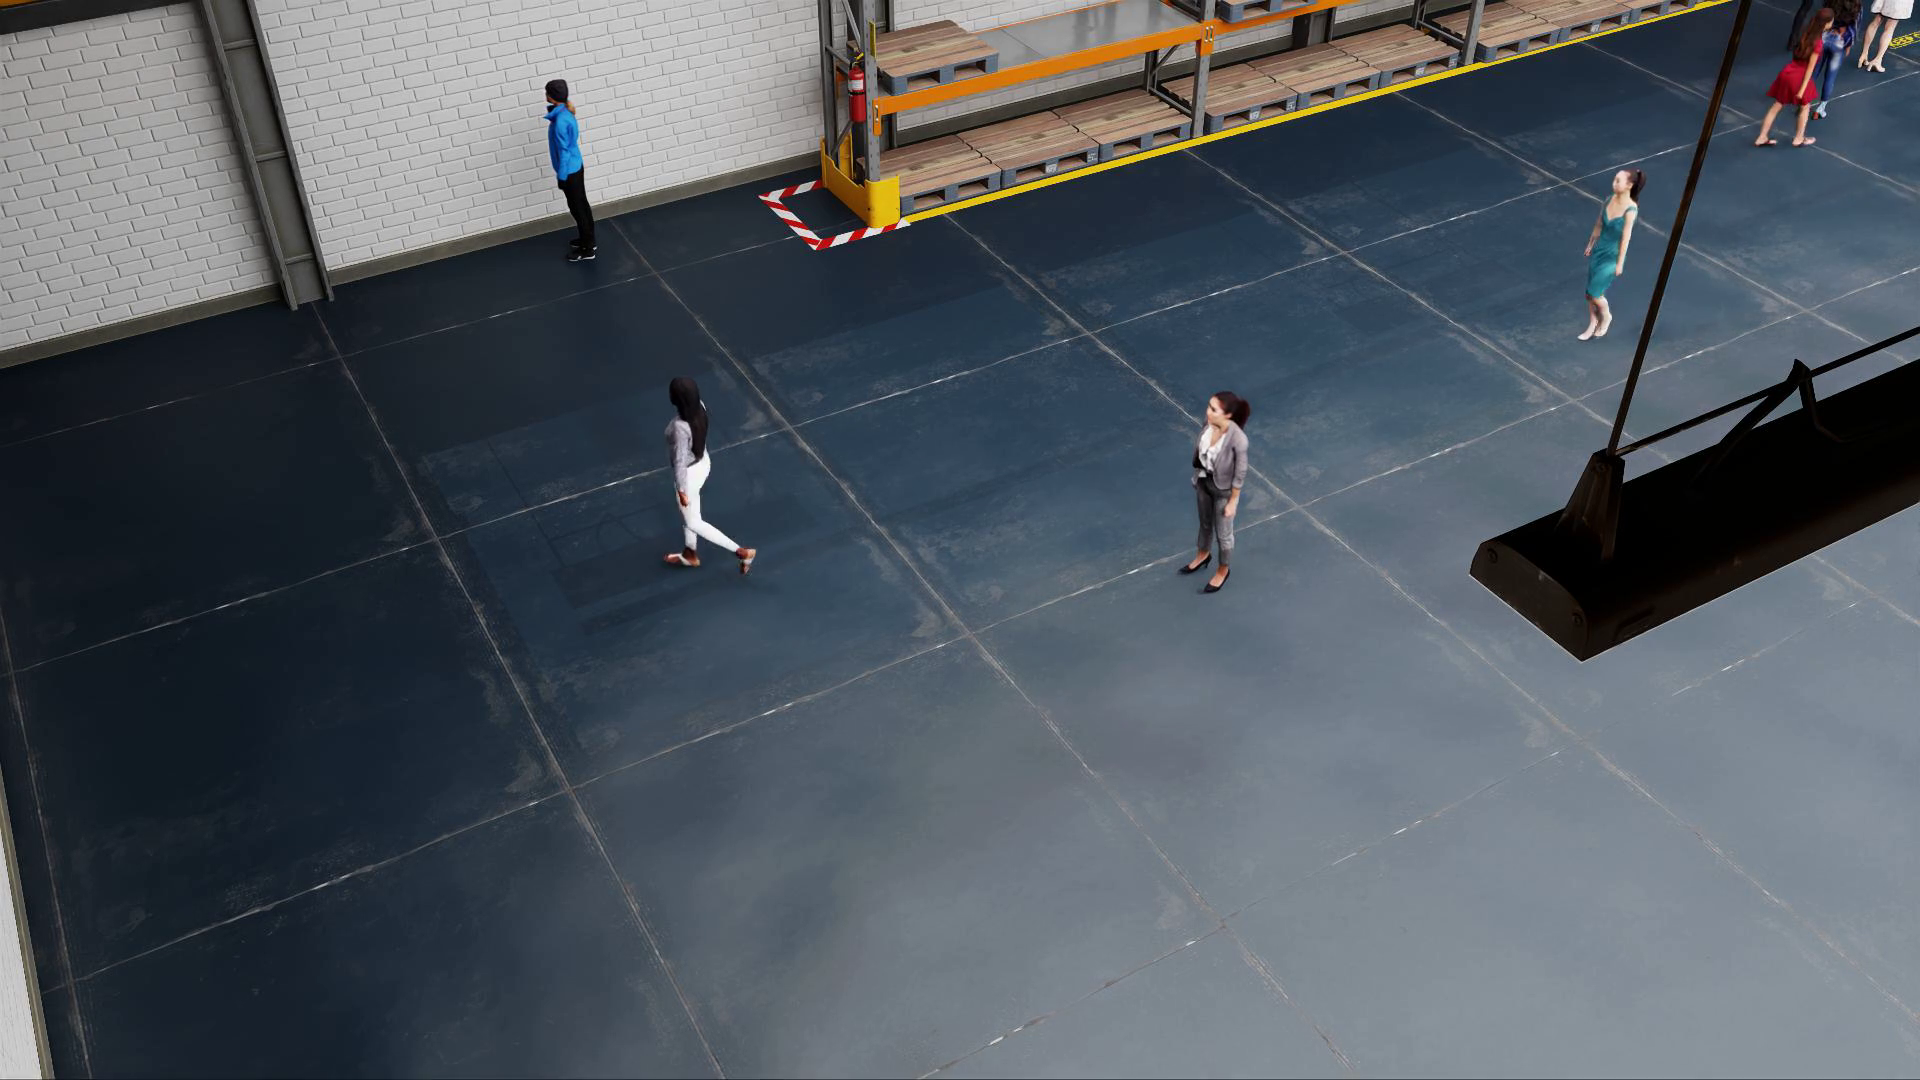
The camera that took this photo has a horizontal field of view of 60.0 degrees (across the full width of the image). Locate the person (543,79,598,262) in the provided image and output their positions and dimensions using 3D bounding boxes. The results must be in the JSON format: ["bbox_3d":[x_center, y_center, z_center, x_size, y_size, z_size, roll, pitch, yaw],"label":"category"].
[{"bbox_3d":[-3.675,-3.497,15.708,0.694,1.795,0.692,0,39,1],"label":"person"}]

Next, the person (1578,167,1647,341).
[{"bbox_3d":[5.721,-2.461,14.509,0.697,1.673,0.651,-10,40,-12],"label":"person"}]

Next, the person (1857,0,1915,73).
[{"bbox_3d":[10.835,-6.324,19.264,0.653,1.774,0.666,-16,41,-19],"label":"person"}]

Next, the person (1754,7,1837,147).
[{"bbox_3d":[8.816,-4.881,17.658,0.922,1.524,0.695,-11,40,-13],"label":"person"}]

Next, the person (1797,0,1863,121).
[{"bbox_3d":[9.576,-5.435,18.278,0.667,1.615,0.648,29,47,32],"label":"person"}]

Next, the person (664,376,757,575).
[{"bbox_3d":[-1.854,-0.429,11.938,1.066,1.706,1.008,10,40,12],"label":"person"}]

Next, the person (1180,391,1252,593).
[{"bbox_3d":[1.848,-0.361,11.875,0.557,1.677,0.611,-21,43,-24],"label":"person"}]
